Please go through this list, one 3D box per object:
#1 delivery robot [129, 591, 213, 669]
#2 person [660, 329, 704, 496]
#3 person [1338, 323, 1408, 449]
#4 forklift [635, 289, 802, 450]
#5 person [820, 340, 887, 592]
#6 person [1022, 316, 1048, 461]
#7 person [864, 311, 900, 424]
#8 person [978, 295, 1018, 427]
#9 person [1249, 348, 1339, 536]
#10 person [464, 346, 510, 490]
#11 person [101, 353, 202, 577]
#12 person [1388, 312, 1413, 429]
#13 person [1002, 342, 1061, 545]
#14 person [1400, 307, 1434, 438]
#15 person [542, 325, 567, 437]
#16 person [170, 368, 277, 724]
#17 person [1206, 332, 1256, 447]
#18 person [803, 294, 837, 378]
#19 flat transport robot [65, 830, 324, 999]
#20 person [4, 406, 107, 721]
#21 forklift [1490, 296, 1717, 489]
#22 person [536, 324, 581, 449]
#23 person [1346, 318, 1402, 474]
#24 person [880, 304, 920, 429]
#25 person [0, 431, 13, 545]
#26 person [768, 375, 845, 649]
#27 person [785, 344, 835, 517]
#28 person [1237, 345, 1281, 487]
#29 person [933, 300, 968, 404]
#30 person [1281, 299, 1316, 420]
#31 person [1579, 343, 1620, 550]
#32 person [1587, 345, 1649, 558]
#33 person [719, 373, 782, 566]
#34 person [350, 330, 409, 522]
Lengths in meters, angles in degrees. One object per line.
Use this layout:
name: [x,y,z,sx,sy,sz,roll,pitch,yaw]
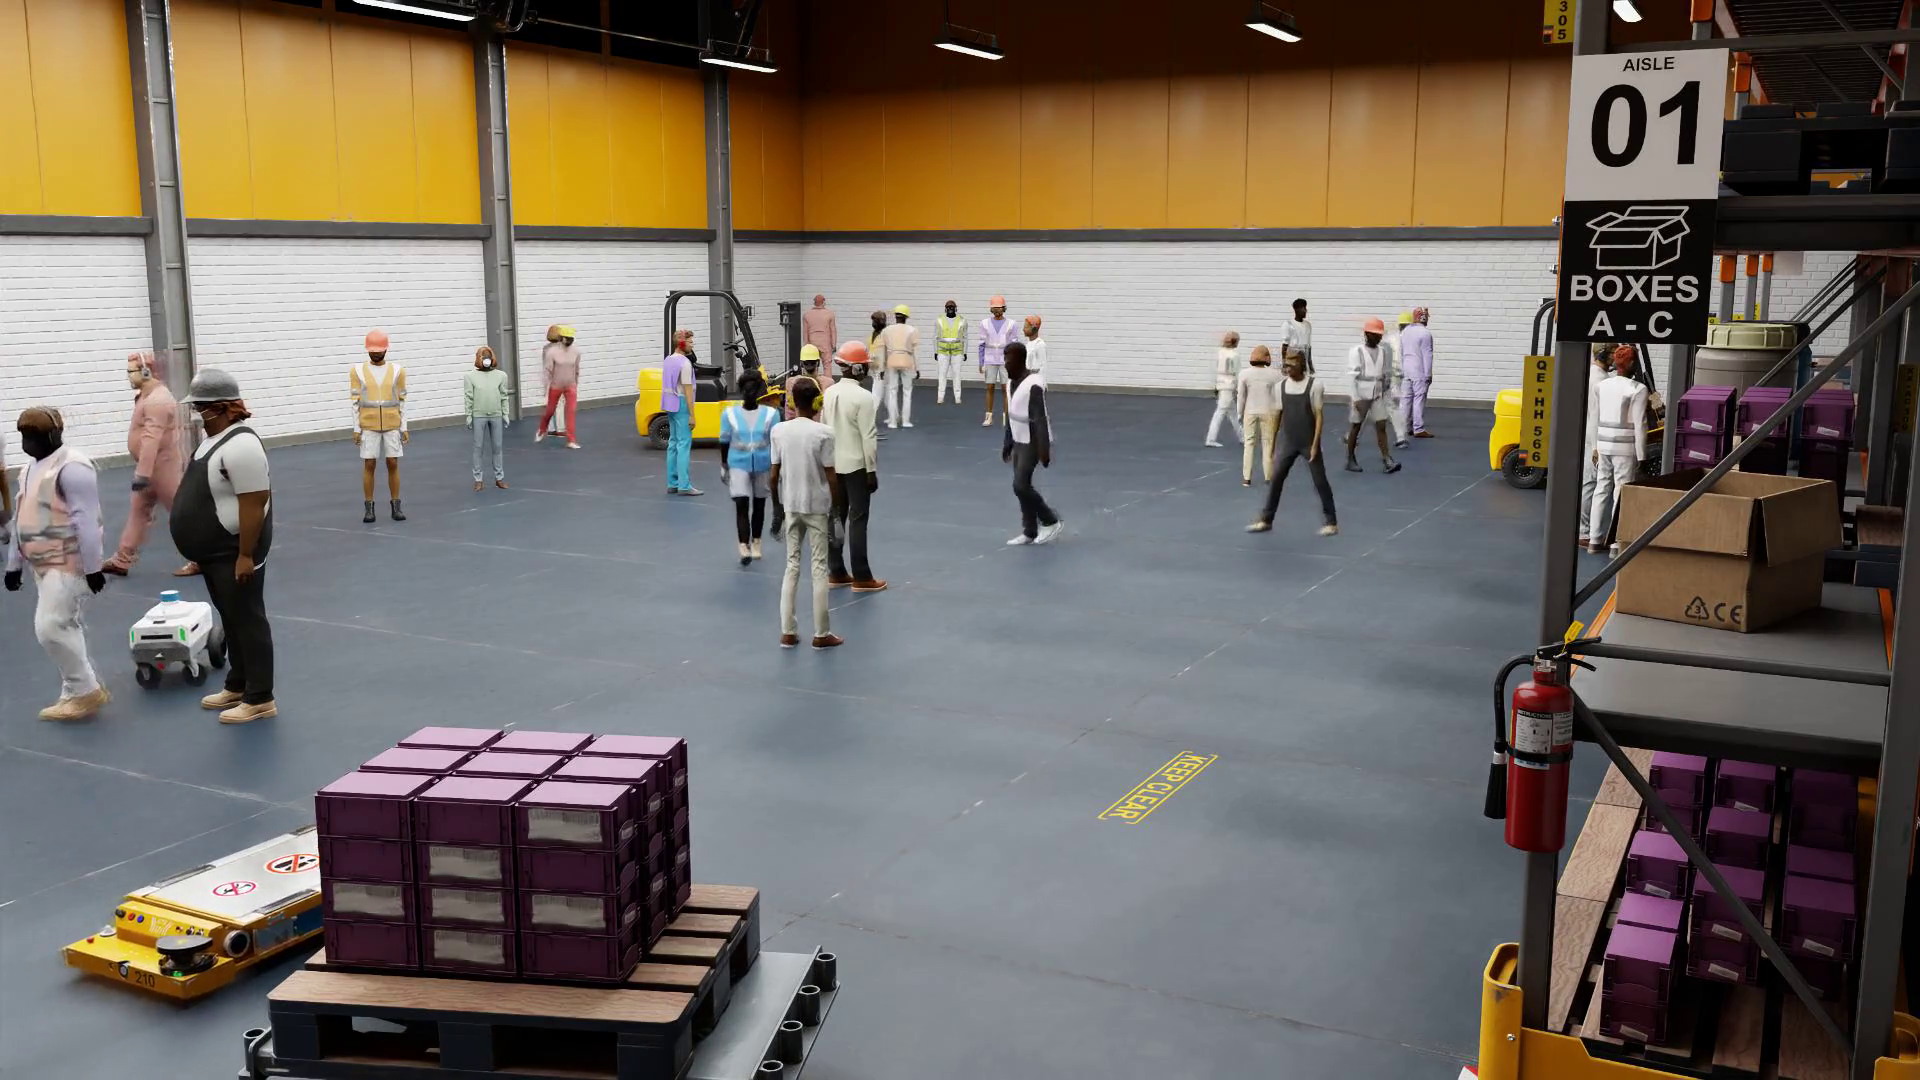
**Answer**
delivery robot: [-4.970,0.564,10.491,0.477,0.478,0.707,-2,10,-11]
person: [-3.114,-1.406,18.448,0.375,1.839,0.567,-7,12,-34]
person: [5.742,-2.128,22.898,0.603,1.765,1.043,-6,12,-33]
forklift: [-3.358,-2.392,23.136,2.313,2.155,1.214,-1,10,-5]
person: [-0.860,-0.586,13.255,0.391,1.995,0.613,-9,13,-42]
person: [0.943,-1.950,21.478,0.343,1.879,0.585,-3,10,-17]
person: [-1.258,-2.663,25.902,0.945,1.796,0.633,-7,12,-34]
person: [0.586,-2.755,25.674,0.615,2.042,0.376,1,10,8]
person: [3.197,-0.932,15.888,0.744,1.797,0.540,7,12,37]
person: [-5.375,-1.386,18.922,0.500,1.636,0.280,-5,11,-27]
person: [-6.696,-0.592,13.662,0.963,1.858,0.662,-6,11,-31]
person: [6.748,-2.574,25.378,0.621,1.776,0.937,8,13,38]
person: [0.608,-0.870,15.223,0.453,1.893,0.595,-3,10,-19]
person: [6.698,-2.448,24.293,0.409,1.907,0.648,-4,11,-22]
person: [-5.901,-2.322,24.344,0.507,1.635,0.279,8,13,39]
person: [-4.245,0.027,9.573,0.536,2.000,0.688,-7,12,-36]
person: [3.779,-2.080,23.045,0.866,1.586,0.545,-3,10,-18]
person: [-2.636,-3.686,31.454,0.638,1.911,0.402,2,10,9]
flat transport robot: [-2.717,1.414,6.663,0.652,0.197,1.431,5,11,27]
person: [-5.146,0.147,9.473,0.642,1.830,0.476,9,14,43]
forklift: [7.296,-1.677,18.993,2.313,2.155,1.214,5,11,27]
person: [-5.552,-2.138,23.029,0.545,1.724,0.828,-7,12,-36]
person: [5.013,-1.734,20.177,0.562,1.896,0.929,-3,10,-18]
person: [-0.909,-2.665,25.557,0.605,1.907,0.444,2,10,10]
person: [-6.742,-0.169,11.315,0.524,1.832,0.911,-3,10,-17]
person: [-1.053,-0.169,11.278,0.580,1.876,0.390,4,11,22]
person: [-1.516,-1.103,16.909,0.524,1.769,0.314,-1,10,-7]
person: [3.445,-1.428,19.175,0.504,1.631,0.280,3,10,15]
person: [-0.170,-3.353,29.718,0.619,1.845,0.430,0,10,1]
person: [5.433,-2.885,26.682,0.674,1.955,0.380,-7,12,-34]
person: [5.780,-0.881,15.127,0.354,1.937,0.635,3,10,17]
person: [5.818,-0.777,14.706,0.341,1.880,0.582,-5,11,-26]
person: [-1.782,-0.605,14.322,0.557,1.649,0.846,-2,10,-12]
person: [-5.798,-1.138,16.650,0.543,1.928,0.374,-4,11,-24]
